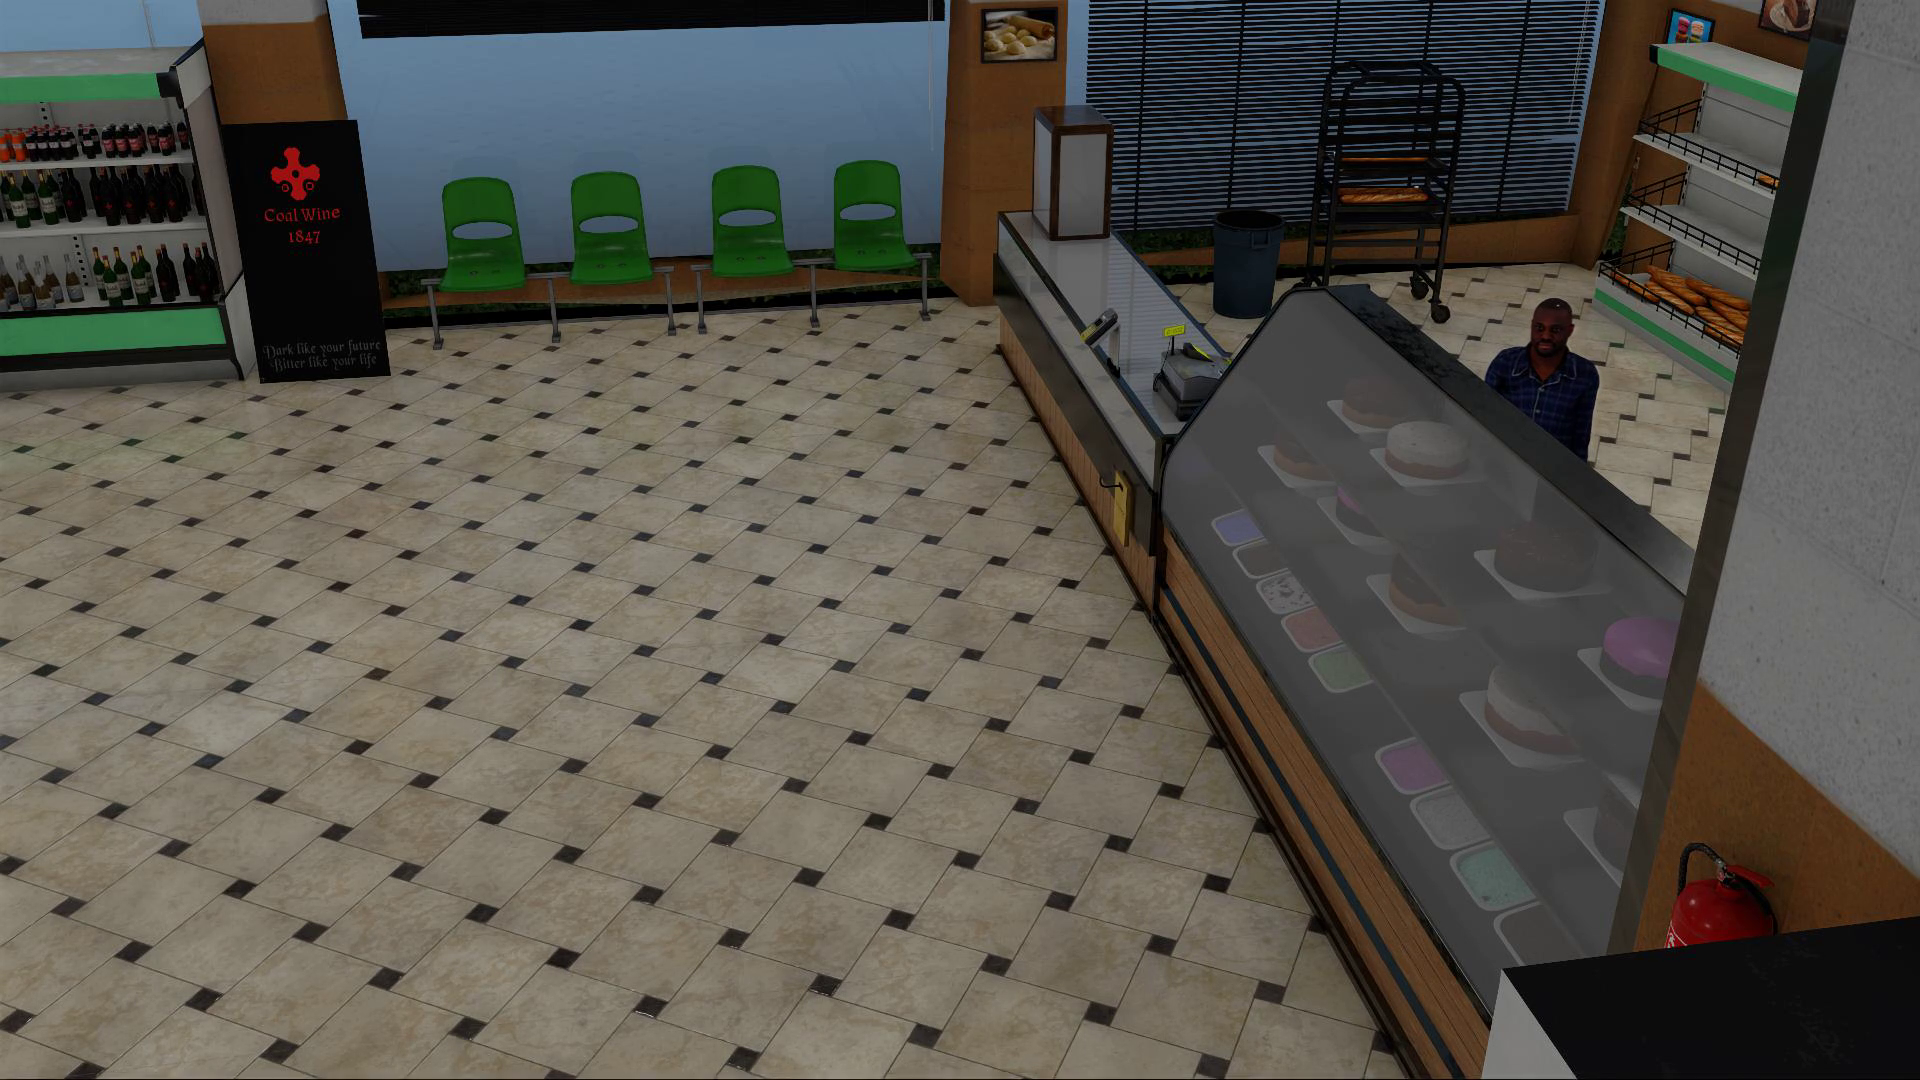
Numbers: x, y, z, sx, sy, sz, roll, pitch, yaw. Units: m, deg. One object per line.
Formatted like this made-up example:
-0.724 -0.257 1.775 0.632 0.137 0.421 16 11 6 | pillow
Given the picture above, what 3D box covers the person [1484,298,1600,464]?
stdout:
2.576 -0.235 7.590 0.725 1.825 0.833 9 28 18 | person
